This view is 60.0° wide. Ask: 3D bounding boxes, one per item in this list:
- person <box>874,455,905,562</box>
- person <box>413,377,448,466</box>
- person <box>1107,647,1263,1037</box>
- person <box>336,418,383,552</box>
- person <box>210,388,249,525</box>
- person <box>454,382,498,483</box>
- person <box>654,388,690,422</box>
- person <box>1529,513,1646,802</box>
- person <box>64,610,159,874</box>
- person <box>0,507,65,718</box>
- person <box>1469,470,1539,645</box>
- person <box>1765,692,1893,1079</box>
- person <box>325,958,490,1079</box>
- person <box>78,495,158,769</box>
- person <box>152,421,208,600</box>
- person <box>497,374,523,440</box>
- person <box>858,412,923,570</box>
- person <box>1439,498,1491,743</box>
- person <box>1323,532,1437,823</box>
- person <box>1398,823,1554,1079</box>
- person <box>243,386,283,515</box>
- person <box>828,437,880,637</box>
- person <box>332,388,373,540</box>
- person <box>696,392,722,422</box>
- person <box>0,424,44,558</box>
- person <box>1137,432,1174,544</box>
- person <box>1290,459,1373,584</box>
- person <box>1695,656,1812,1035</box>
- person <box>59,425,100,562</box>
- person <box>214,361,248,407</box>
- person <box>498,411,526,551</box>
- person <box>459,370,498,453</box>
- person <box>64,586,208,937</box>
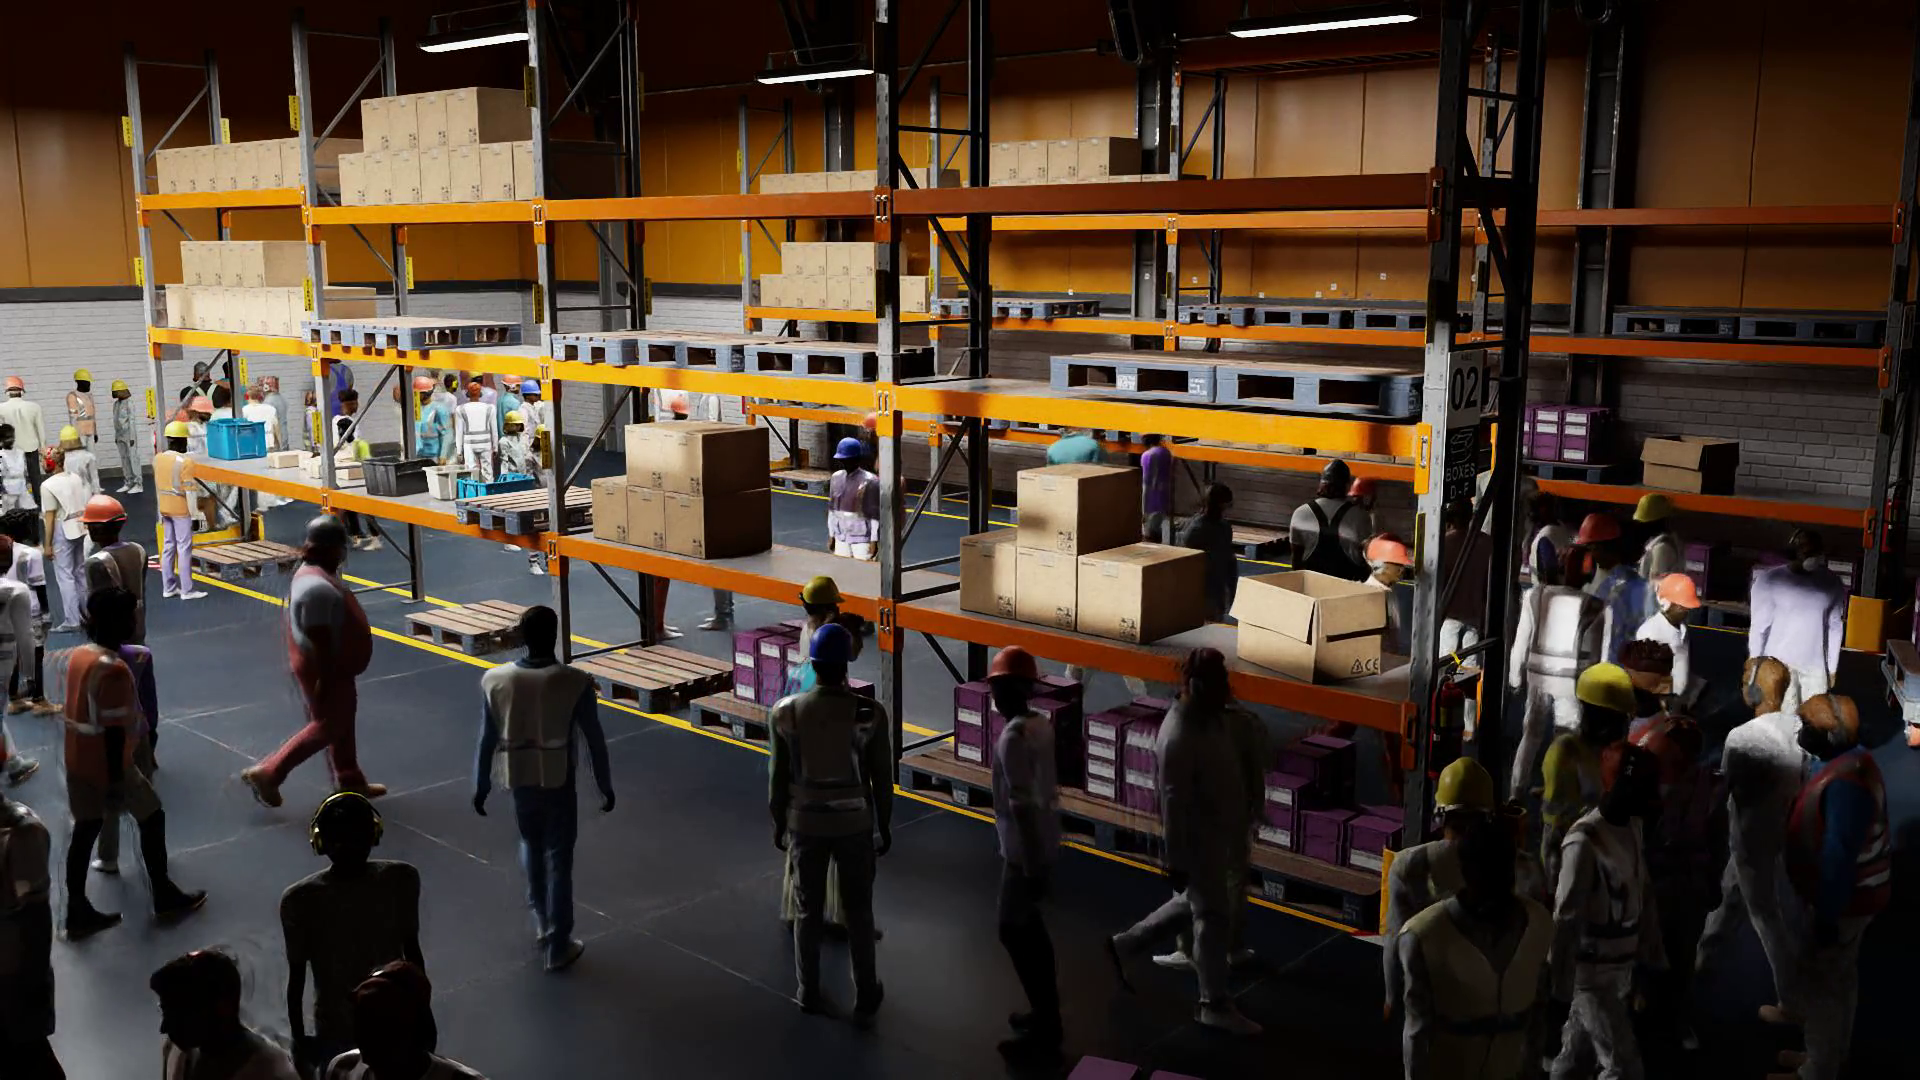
[{"bbox_3d":[-0.810,-0.144,17.688,0.498,1.626,0.303,-6,11,-29],"label":"person"},{"bbox_3d":[-7.149,-1.179,22.362,0.608,2.040,0.394,6,12,31],"label":"person"},{"bbox_3d":[1.106,1.425,8.060,0.753,1.887,0.657,4,11,19],"label":"person"},{"bbox_3d":[-7.499,-0.692,20.693,0.565,1.657,0.349,7,12,33],"label":"person"},{"bbox_3d":[-9.894,-1.114,22.437,0.695,1.890,0.542,3,10,15],"label":"person"},{"bbox_3d":[-6.778,-1.275,23.344,0.584,1.882,0.345,-5,11,-25],"label":"person"},{"bbox_3d":[-4.570,-1.815,26.435,0.568,1.878,0.351,1,10,7],"label":"person"},{"bbox_3d":[4.412,0.791,11.361,1.011,1.995,0.607,-2,10,-9],"label":"person"},{"bbox_3d":[-5.102,1.199,10.058,0.307,1.637,0.512,10,14,44],"label":"person"},{"bbox_3d":[-7.530,0.582,13.372,0.540,1.695,0.317,3,11,18],"label":"person"},{"bbox_3d":[5.147,0.027,15.833,0.636,1.936,0.357,6,12,30],"label":"person"},{"bbox_3d":[3.877,1.576,7.388,0.435,1.834,0.685,5,11,25],"label":"person"},{"bbox_3d":[-1.506,2.043,4.573,0.572,1.887,0.356,3,11,18],"label":"person"},{"bbox_3d":[-5.969,0.695,11.756,0.374,2.044,0.605,1,10,3],"label":"person"},{"bbox_3d":[-8.370,-0.315,17.842,0.583,1.917,0.407,5,11,27],"label":"person"},{"bbox_3d":[-6.383,-1.407,23.776,0.395,1.992,0.622,-9,13,-40],"label":"person"},{"bbox_3d":[-0.933,-0.466,18.614,1.028,1.925,0.600,1,10,6],"label":"person"},{"bbox_3d":[3.741,0.601,12.579,0.632,1.940,0.372,-4,11,-21],"label":"person"},{"bbox_3d":[2.675,0.897,10.928,1.043,1.942,0.640,9,13,40],"label":"person"},{"bbox_3d":[1.732,1.839,5.748,0.599,1.891,0.522,-3,11,-18],"label":"person"},{"bbox_3d":[-9.930,-1.265,23.550,0.641,1.801,0.626,9,14,43],"label":"person"},{"bbox_3d":[-1.040,-0.034,16.155,0.614,1.942,0.406,7,12,35],"label":"person"},{"bbox_3d":[-7.854,-0.973,21.405,0.361,1.963,0.614,-9,13,-41],"label":"person"},{"bbox_3d":[-3.787,-1.590,25.003,0.420,1.932,0.619,-5,11,-25],"label":"person"},{"bbox_3d":[-11.299,-0.560,19.916,0.639,1.664,0.541,4,11,20],"label":"person"},{"bbox_3d":[2.173,-0.409,18.341,0.658,1.910,0.559,8,13,38],"label":"person"},{"bbox_3d":[3.088,0.336,13.789,0.674,2.000,0.535,4,11,22],"label":"person"},{"bbox_3d":[3.914,1.451,8.209,0.504,1.800,0.964,-5,11,-28],"label":"person"},{"bbox_3d":[-10.179,-0.459,19.156,0.498,1.725,0.500,-3,10,-17],"label":"person"},{"bbox_3d":[-11.862,-1.950,27.060,0.591,1.917,0.379,2,10,10],"label":"person"},{"bbox_3d":[-5.534,-0.744,20.742,0.295,1.744,0.490,3,11,19],"label":"person"},{"bbox_3d":[-8.740,-2.509,30.275,0.638,1.903,0.406,1,10,5],"label":"person"},{"bbox_3d":[-4.624,1.200,9.216,0.631,1.930,0.837,7,12,36],"label":"person"}]
